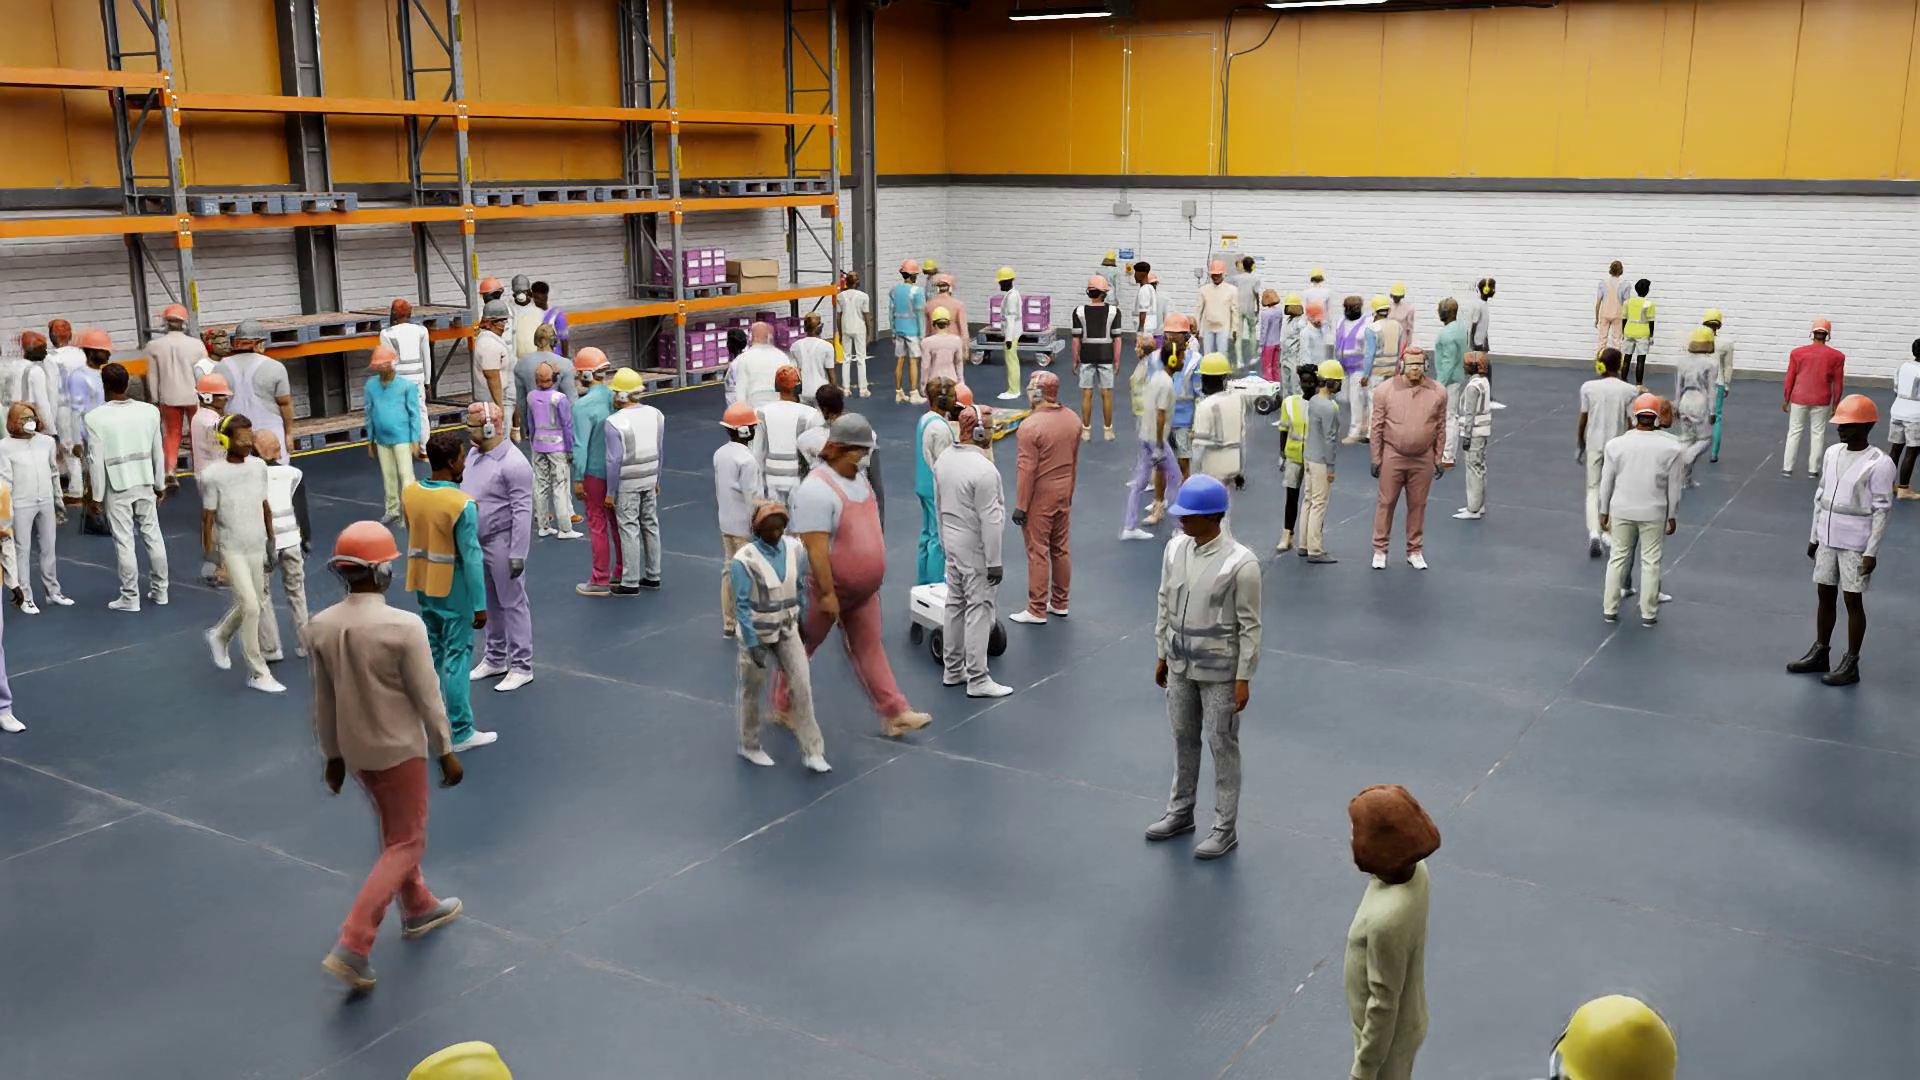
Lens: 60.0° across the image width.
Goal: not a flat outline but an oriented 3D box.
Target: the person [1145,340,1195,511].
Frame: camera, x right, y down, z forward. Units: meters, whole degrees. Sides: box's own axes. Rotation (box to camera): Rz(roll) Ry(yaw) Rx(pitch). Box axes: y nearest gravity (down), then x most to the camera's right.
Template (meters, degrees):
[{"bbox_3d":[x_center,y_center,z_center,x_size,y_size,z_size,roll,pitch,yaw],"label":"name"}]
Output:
[{"bbox_3d":[2.094,-1.188,16.325,0.519,1.875,0.327,9,16,35],"label":"person"}]

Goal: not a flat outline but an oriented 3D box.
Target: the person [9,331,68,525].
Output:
[{"bbox_3d":[-8.904,-1.064,15.844,0.766,1.859,0.396,9,16,33],"label":"person"}]

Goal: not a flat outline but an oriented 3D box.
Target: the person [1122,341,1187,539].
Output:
[{"bbox_3d":[1.900,-0.892,15.156,0.885,1.822,0.506,-2,13,-10],"label":"person"}]

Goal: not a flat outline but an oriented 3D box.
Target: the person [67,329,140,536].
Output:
[{"bbox_3d":[-7.838,-0.968,15.279,0.750,1.909,0.580,1,13,3],"label":"person"}]

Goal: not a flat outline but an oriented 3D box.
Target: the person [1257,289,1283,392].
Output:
[{"bbox_3d":[4.382,-2.738,23.576,0.287,1.634,0.497,11,17,40],"label":"person"}]

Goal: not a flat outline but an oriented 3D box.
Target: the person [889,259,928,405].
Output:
[{"bbox_3d":[-0.717,-2.944,23.568,0.611,2.042,0.395,10,17,38],"label":"person"}]

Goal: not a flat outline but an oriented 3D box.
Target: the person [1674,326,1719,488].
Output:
[{"bbox_3d":[7.688,-1.373,17.448,0.465,1.729,0.500,-6,14,-24],"label":"person"}]

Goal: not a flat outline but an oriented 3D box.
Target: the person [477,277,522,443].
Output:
[{"bbox_3d":[-5.620,-2.157,20.163,0.399,2.038,0.613,6,14,23],"label":"person"}]

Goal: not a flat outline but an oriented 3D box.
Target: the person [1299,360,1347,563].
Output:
[{"bbox_3d":[3.139,-0.676,14.359,0.341,1.760,0.525,-1,13,-6],"label":"person"}]

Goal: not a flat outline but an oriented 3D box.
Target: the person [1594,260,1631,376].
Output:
[{"bbox_3d":[10.397,-3.526,26.526,0.520,1.844,0.330,7,15,28],"label":"person"}]

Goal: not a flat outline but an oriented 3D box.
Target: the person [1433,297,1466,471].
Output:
[{"bbox_3d":[5.445,-1.741,18.589,0.372,1.936,0.629,6,14,25],"label":"person"}]

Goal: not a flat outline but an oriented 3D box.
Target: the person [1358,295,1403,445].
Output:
[{"bbox_3d":[5.076,-2.050,20.163,0.591,1.829,0.404,-9,16,-35],"label":"person"}]

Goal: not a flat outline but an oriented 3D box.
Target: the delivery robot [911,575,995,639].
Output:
[{"bbox_3d":[-0.056,0.486,11.735,0.477,0.478,0.707,-8,15,-29],"label":"delivery robot"}]

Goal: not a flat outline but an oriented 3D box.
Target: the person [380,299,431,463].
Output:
[{"bbox_3d":[-6.311,-1.805,18.978,0.575,1.885,0.355,-12,17,-41],"label":"person"}]

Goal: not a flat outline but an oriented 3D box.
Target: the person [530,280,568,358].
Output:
[{"bbox_3d":[-5.215,-2.284,20.902,0.630,1.963,0.391,6,14,23],"label":"person"}]

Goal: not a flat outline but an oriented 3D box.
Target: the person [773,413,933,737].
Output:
[{"bbox_3d":[-0.697,0.192,9.974,1.059,2.000,0.701,8,15,31],"label":"person"}]

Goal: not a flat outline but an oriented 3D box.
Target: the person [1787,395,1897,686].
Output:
[{"bbox_3d":[5.856,-0.001,11.036,0.357,1.936,0.551,-4,14,-17],"label":"person"}]

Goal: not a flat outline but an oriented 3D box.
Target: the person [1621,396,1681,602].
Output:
[{"bbox_3d":[5.425,-0.324,13.100,0.281,1.634,0.498,-9,16,-35],"label":"person"}]

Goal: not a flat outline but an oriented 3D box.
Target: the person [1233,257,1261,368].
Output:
[{"bbox_3d":[4.817,-3.813,27.816,0.510,1.823,0.934,5,14,21],"label":"person"}]

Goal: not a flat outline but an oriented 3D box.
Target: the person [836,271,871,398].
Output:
[{"bbox_3d":[-1.541,-2.985,24.184,0.508,1.846,0.345,3,13,11],"label":"person"}]

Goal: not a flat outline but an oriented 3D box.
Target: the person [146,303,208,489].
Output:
[{"bbox_3d":[-8.137,-1.486,17.399,0.616,1.971,0.565,-3,13,-11],"label":"person"}]

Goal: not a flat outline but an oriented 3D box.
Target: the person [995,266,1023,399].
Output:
[{"bbox_3d":[0.707,-2.998,24.088,0.397,1.917,0.588,1,13,3],"label":"person"}]

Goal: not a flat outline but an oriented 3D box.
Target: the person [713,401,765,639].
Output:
[{"bbox_3d":[-1.550,-0.120,11.946,0.321,1.756,0.561,-8,15,-31],"label":"person"}]

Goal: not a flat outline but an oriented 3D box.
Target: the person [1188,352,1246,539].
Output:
[{"bbox_3d":[2.053,-0.575,13.575,0.606,1.912,0.611,11,17,40],"label":"person"}]

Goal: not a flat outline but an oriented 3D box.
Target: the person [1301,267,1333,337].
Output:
[{"bbox_3d":[5.685,-3.473,26.532,0.528,1.746,0.781,1,13,6],"label":"person"}]

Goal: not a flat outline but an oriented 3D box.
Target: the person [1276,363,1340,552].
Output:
[{"bbox_3d":[3.060,-0.714,14.656,0.537,1.695,0.321,6,14,25],"label":"person"}]

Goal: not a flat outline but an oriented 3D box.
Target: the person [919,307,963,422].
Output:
[{"bbox_3d":[-0.221,-1.809,19.255,0.524,1.769,0.314,-6,14,-23],"label":"person"}]

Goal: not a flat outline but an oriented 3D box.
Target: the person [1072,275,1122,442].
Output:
[{"bbox_3d":[1.672,-2.215,20.417,0.609,2.040,0.394,2,13,7],"label":"person"}]

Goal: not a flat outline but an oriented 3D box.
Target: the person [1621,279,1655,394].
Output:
[{"bbox_3d":[10.060,-3.026,24.682,0.317,1.697,0.540,-9,16,-34],"label":"person"}]

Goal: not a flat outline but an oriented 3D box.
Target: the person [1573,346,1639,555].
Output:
[{"bbox_3d":[5.726,-0.799,14.738,0.505,1.835,0.845,2,13,10],"label":"person"}]

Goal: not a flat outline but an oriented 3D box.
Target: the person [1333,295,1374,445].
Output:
[{"bbox_3d":[4.874,-2.105,20.430,0.681,1.821,0.629,-10,17,-38],"label":"person"}]

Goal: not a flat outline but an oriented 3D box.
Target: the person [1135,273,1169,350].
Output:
[{"bbox_3d":[2.882,-3.154,25.120,0.560,1.750,0.328,-7,15,-26],"label":"person"}]

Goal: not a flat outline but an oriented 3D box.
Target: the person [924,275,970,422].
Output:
[{"bbox_3d":[-0.140,-2.549,22.120,0.645,1.919,1.013,3,13,15],"label":"person"}]

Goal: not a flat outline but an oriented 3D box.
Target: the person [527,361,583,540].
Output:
[{"bbox_3d":[-3.730,-0.816,15.214,0.514,1.645,0.307,8,15,30],"label":"person"}]

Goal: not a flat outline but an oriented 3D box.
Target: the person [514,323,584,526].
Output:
[{"bbox_3d":[-3.878,-1.080,15.725,0.631,1.936,0.369,4,13,15],"label":"person"}]

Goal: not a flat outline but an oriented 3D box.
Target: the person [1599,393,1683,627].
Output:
[{"bbox_3d":[5.081,-0.228,12.448,0.567,1.744,0.350,7,15,28],"label":"person"}]

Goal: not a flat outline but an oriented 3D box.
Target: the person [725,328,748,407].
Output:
[{"bbox_3d":[-2.326,-1.392,17.598,0.315,1.695,0.540,0,13,2],"label":"person"}]

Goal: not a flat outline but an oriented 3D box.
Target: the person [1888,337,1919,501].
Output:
[{"bbox_3d":[9.714,-1.244,16.977,0.319,1.688,0.540,-2,13,-8],"label":"person"}]

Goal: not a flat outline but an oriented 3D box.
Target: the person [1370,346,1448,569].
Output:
[{"bbox_3d":[3.798,-0.690,14.094,0.642,1.909,0.399,1,13,2],"label":"person"}]

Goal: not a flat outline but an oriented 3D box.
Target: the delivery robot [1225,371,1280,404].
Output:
[{"bbox_3d":[4.012,-2.074,22.852,0.707,0.478,0.477,6,14,24],"label":"delivery robot"}]
